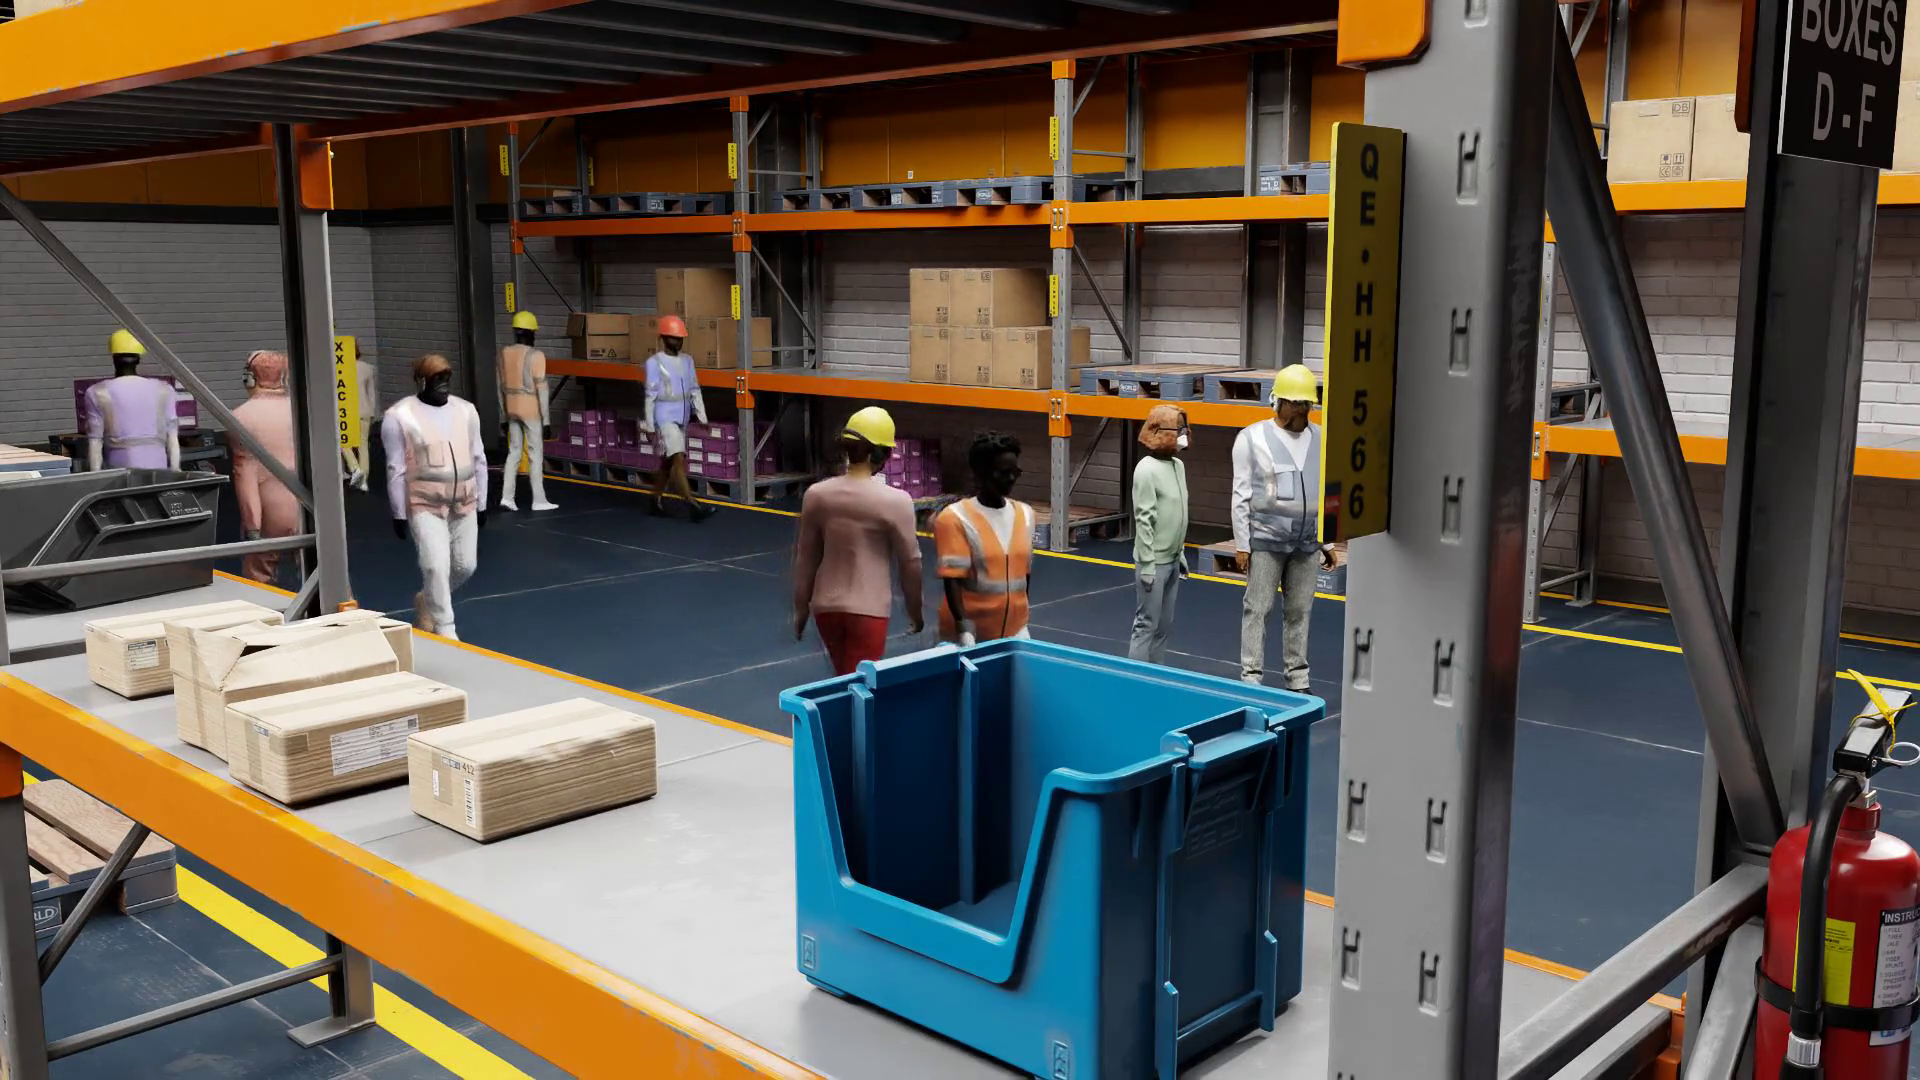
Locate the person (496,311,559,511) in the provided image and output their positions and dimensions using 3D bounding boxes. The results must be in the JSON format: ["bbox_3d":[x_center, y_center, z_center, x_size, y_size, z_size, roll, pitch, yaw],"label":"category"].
[{"bbox_3d":[-4.162,-1.218,15.895,0.604,1.940,0.423,5,10,27],"label":"person"}]

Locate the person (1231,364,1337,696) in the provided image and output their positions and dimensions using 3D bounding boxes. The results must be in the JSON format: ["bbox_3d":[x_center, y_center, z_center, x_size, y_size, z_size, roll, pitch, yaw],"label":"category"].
[{"bbox_3d":[1.701,-0.001,8.668,0.588,1.829,0.403,-3,10,-15],"label":"person"}]

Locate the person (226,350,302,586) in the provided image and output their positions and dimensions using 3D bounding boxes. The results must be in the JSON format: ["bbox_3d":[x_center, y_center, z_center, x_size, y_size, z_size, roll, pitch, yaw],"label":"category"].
[{"bbox_3d":[-3.858,-0.161,9.574,0.976,1.863,0.652,6,11,34],"label":"person"}]

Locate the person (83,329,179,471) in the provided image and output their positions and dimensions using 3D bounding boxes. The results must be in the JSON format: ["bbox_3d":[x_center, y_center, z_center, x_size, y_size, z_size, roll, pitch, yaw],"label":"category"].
[{"bbox_3d":[-5.621,-0.479,11.359,0.592,1.909,0.658,-8,12,-39],"label":"person"}]

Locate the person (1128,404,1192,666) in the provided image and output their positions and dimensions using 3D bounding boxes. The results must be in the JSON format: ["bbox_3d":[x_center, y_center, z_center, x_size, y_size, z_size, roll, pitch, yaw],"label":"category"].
[{"bbox_3d":[1.037,0.121,8.516,0.280,1.634,0.498,5,11,28],"label":"person"}]

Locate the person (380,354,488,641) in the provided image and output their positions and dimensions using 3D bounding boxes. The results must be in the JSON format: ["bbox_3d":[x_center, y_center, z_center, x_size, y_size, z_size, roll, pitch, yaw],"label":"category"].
[{"bbox_3d":[-3.156,-0.215,10.010,0.722,1.822,0.631,9,13,44],"label":"person"}]

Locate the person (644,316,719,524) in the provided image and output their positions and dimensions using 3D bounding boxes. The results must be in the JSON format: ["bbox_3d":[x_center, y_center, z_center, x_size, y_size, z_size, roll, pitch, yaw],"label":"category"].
[{"bbox_3d":[-2.565,-1.099,15.218,0.985,1.883,0.549,6,11,32],"label":"person"}]

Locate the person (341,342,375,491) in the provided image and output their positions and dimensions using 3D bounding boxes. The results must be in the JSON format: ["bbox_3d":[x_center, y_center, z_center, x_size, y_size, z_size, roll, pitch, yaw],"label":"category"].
[{"bbox_3d":[-6.289,-1.299,17.270,0.393,1.623,0.512,9,13,44],"label":"person"}]

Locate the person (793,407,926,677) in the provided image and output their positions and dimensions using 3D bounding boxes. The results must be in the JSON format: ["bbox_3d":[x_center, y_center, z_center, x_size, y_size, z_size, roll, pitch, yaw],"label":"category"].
[{"bbox_3d":[-0.403,0.298,7.126,0.530,1.727,0.834,5,11,30],"label":"person"}]

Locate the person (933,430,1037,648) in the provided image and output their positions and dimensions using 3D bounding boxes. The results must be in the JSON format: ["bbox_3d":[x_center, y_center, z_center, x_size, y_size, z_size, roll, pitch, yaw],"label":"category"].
[{"bbox_3d":[0.129,0.371,6.930,0.543,1.652,0.842,-6,11,-33],"label":"person"}]

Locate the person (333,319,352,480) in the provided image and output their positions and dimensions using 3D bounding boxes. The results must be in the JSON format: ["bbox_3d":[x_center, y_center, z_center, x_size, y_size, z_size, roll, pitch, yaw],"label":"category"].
[{"bbox_3d":[-6.934,-1.574,18.213,0.510,1.864,0.329,0,9,0],"label":"person"}]
